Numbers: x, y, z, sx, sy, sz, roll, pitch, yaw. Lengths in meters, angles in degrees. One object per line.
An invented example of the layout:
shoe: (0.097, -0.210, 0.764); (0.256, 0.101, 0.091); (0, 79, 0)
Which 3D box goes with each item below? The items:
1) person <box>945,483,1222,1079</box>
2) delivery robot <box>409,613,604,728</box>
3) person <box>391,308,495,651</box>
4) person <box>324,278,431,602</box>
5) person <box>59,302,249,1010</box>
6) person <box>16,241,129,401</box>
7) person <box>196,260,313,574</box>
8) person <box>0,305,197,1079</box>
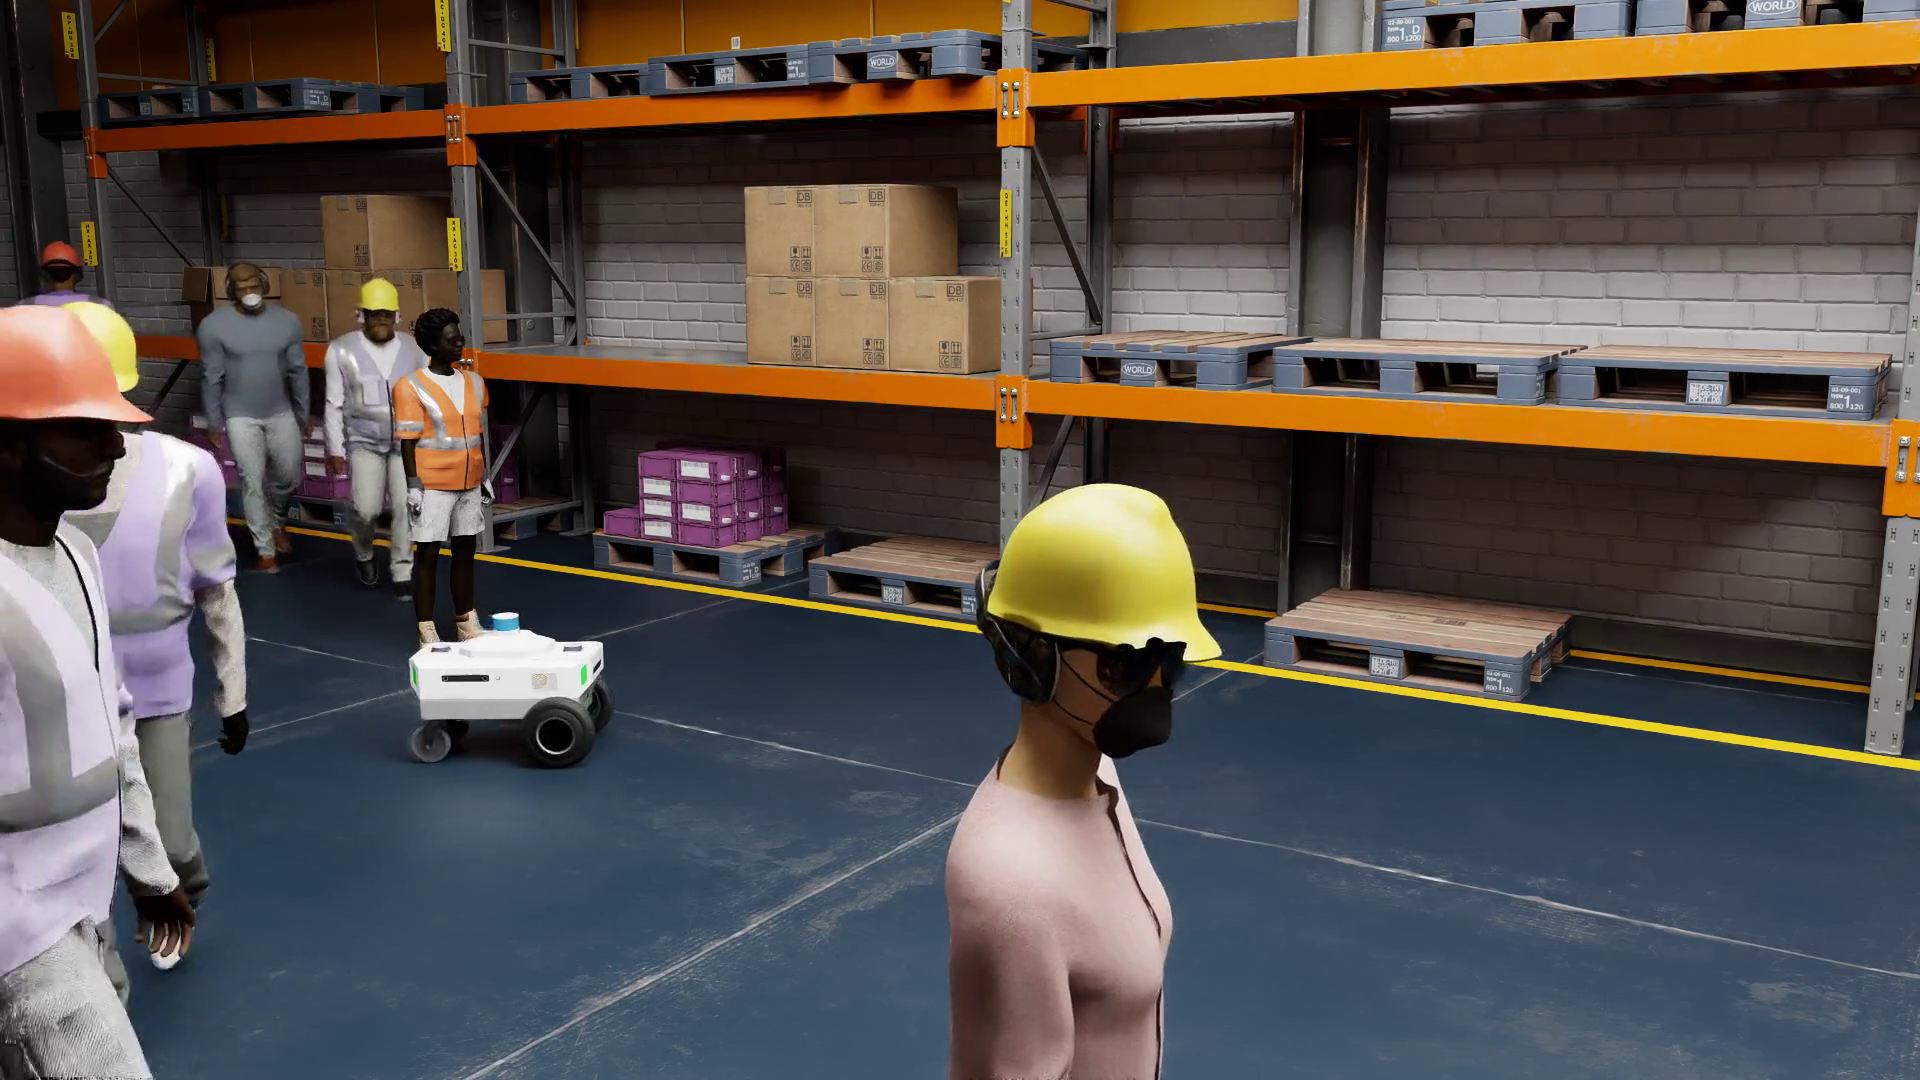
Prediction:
person: (0.118, 0.808, 1.923); (0.329, 1.765, 0.526); (2, 10, 11)
delivery robot: (-1.781, 0.530, 6.551); (0.707, 0.478, 0.477); (0, 10, -1)
person: (-2.494, -0.273, 8.089); (0.318, 1.700, 0.535); (6, 12, 31)
person: (-3.247, -0.563, 9.363); (0.604, 1.816, 0.491); (-6, 12, -30)
person: (-2.106, 0.352, 4.114); (0.627, 1.893, 0.778); (-5, 11, -26)
person: (-5.986, -1.003, 11.276); (0.631, 2.001, 0.986); (-4, 11, -19)
person: (-4.304, -0.746, 10.145); (0.652, 1.909, 0.666); (-8, 13, -39)
person: (-1.483, 0.593, 2.686); (0.456, 1.923, 0.553); (-3, 11, -14)
